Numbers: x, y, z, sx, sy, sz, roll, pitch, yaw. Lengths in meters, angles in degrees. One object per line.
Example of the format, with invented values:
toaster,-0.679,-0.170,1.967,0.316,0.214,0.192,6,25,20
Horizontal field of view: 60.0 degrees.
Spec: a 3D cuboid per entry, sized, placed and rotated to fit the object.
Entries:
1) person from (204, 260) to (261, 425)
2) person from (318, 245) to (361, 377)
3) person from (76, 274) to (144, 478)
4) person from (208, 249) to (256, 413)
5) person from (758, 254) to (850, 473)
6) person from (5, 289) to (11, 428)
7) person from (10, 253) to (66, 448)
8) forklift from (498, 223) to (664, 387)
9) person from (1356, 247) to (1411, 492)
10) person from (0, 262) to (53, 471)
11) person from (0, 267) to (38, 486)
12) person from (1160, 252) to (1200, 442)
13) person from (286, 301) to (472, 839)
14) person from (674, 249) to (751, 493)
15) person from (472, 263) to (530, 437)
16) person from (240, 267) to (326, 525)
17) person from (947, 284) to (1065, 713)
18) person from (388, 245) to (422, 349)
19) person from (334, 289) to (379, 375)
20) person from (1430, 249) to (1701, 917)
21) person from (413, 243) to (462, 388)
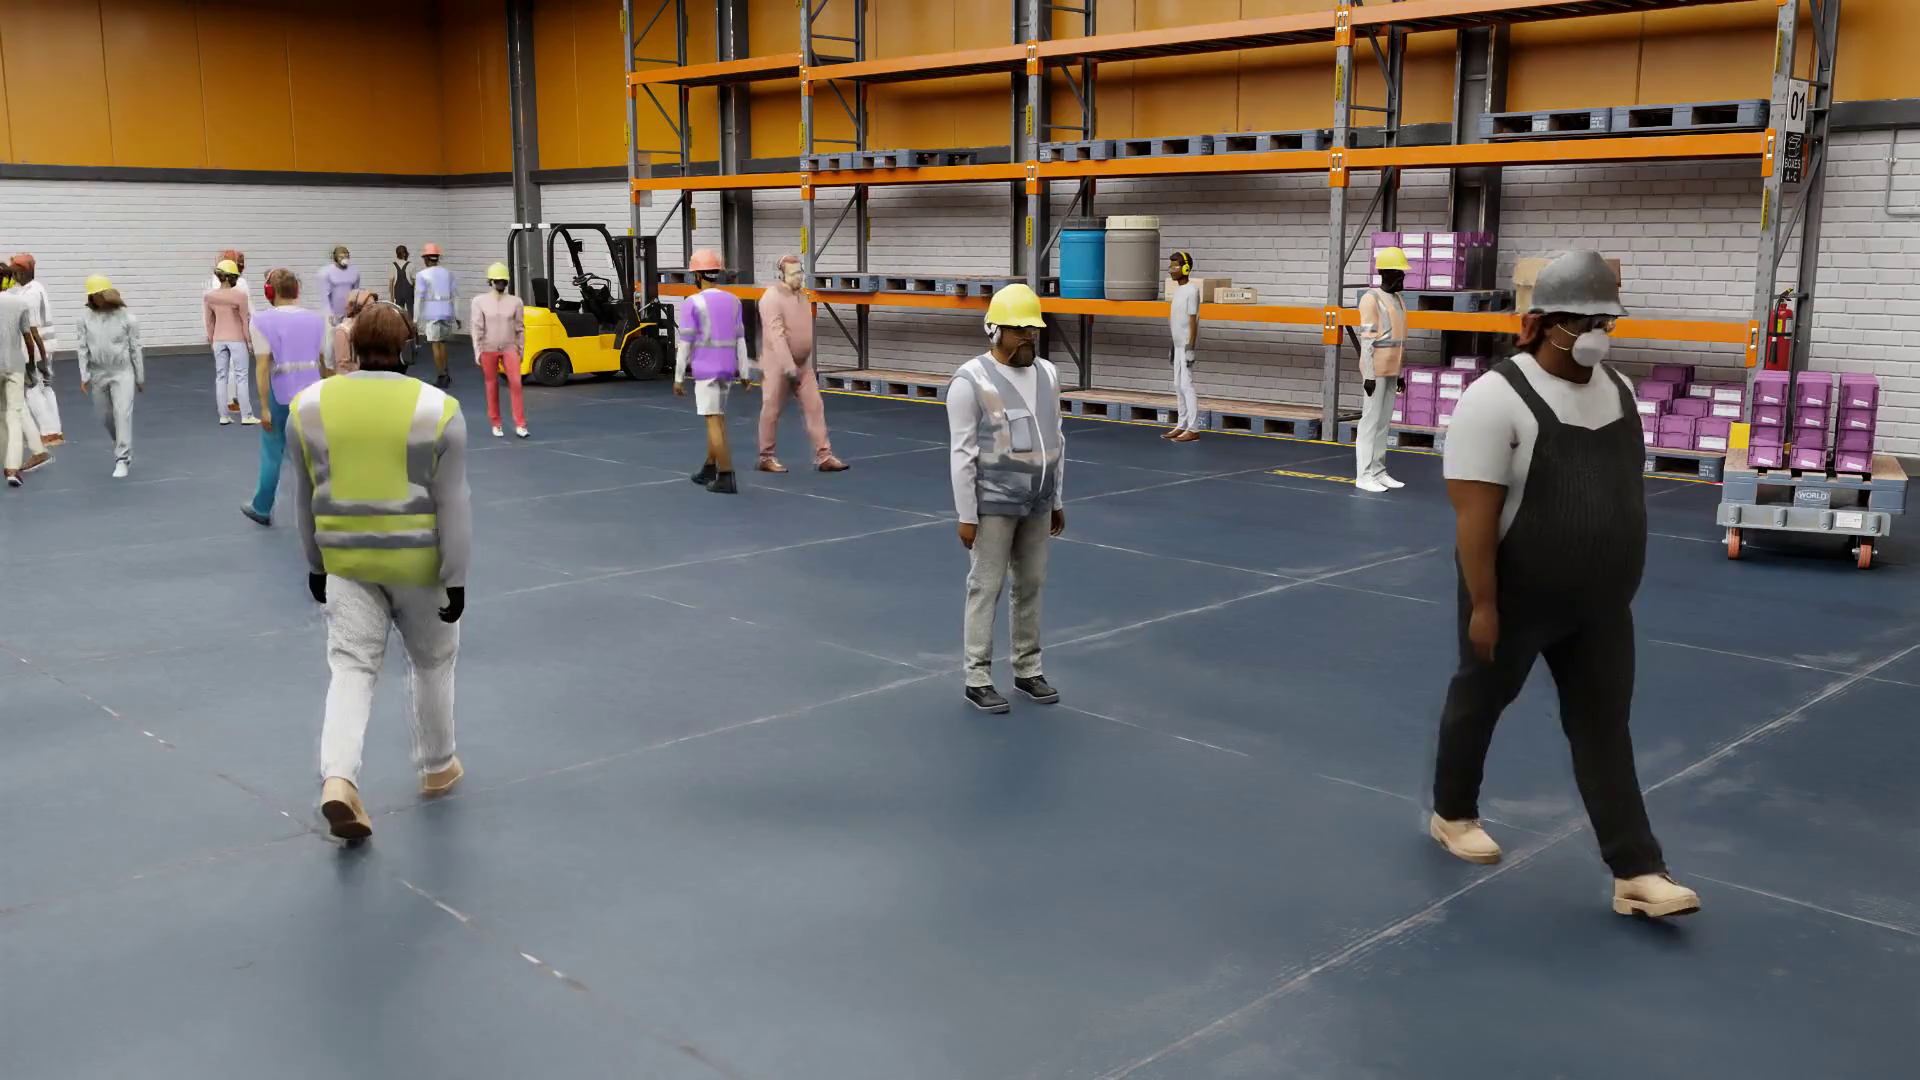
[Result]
person,-7.780,-2.101,17.776,0.523,1.760,0.327,2,11,9
person,-8.772,-3.221,23.556,1.020,1.885,0.636,10,14,42
person,-7.203,-1.417,14.167,0.480,1.706,0.765,-2,11,-12
person,-8.297,-2.382,19.024,0.585,1.861,0.586,6,12,31
person,-1.362,-1.467,14.045,0.942,1.856,0.657,6,12,30
person,-9.967,-2.048,16.927,0.639,1.988,0.962,0,10,1
person,-8.839,-1.803,15.934,0.355,1.866,0.615,-4,11,-20
forklift,-5.316,-3.263,22.920,2.313,2.155,1.214,-10,14,-44
person,3.376,-1.352,13.222,0.370,1.928,0.585,9,13,39
person,-8.282,-1.513,14.507,1.048,1.796,0.581,6,12,30
person,-7.844,-1.363,13.607,0.490,1.821,1.025,-4,11,-22
person,2.198,-1.900,16.408,0.317,1.860,0.515,-2,11,-13
person,-1.981,0.090,5.707,0.622,1.813,0.896,-1,10,-3
person,-2.027,-1.340,13.210,0.807,1.905,0.586,9,14,42
person,-4.568,-1.868,16.551,0.539,1.737,0.783,-5,11,-23
person,-4.629,-0.957,11.415,0.962,1.792,0.583,8,13,37
person,0.221,-0.173,7.099,0.586,1.824,0.404,-9,13,-39
person,-9.868,-4.304,29.557,0.505,1.842,0.349,-1,10,-7
person,-4.442,-1.053,12.381,0.386,1.626,0.522,3,11,16
person,1.809,0.090,5.055,0.693,2.000,1.036,-4,11,-20
person,-6.960,-2.971,22.097,0.545,1.911,0.605,10,14,42
